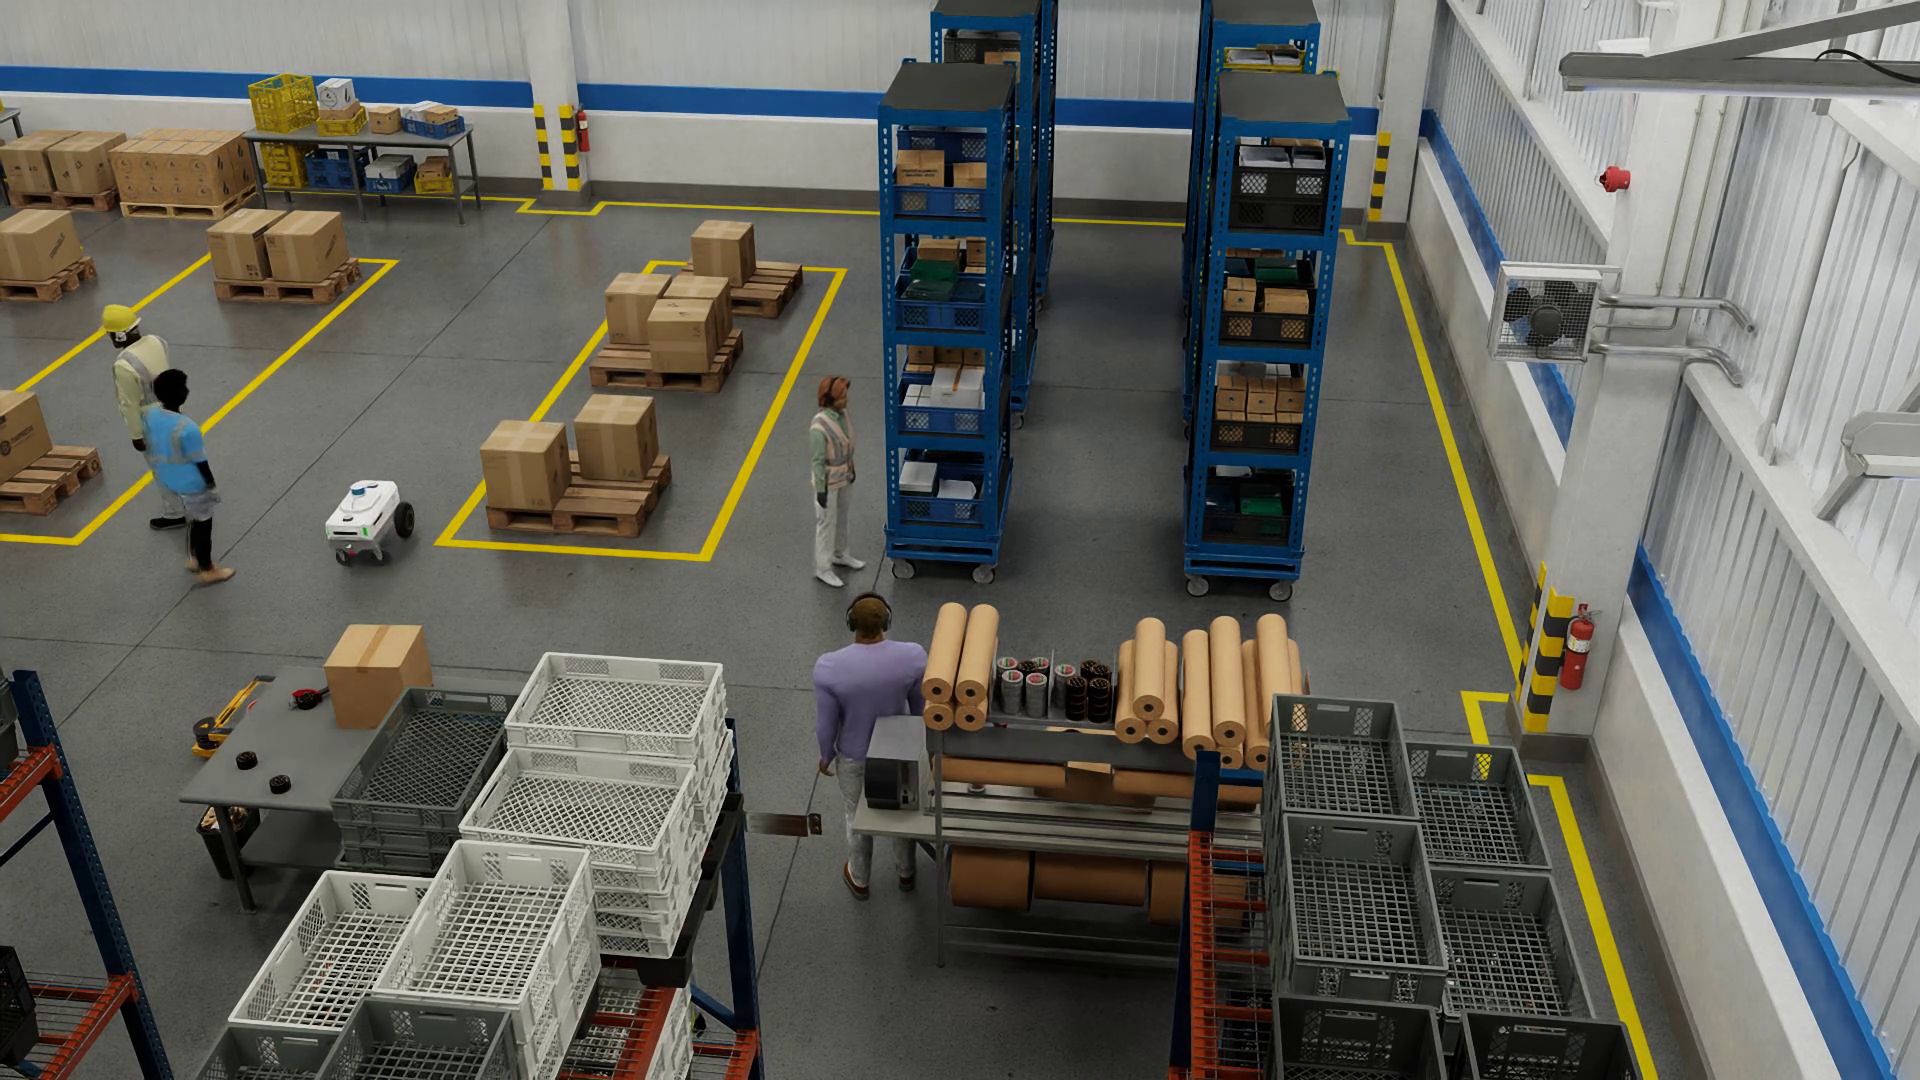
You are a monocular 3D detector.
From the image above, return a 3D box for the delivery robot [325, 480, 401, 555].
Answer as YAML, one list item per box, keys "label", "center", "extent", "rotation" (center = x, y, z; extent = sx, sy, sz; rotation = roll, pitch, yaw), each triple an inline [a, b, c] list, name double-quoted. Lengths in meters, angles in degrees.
- label: "delivery robot"
  center: [-4.528, -0.198, 12.616]
  extent: [0.477, 0.478, 0.707]
  rotation: [2, 30, 3]

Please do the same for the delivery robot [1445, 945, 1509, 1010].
- label: "delivery robot"
  center: [2.553, 2.160, 8.566]
  extent: [0.477, 0.478, 0.707]
  rotation: [-7, 31, -12]

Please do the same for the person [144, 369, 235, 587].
- label: "person"
  center: [-5.551, -0.436, 11.990]
  extent: [0.564, 1.679, 0.354]
  rotation: [19, 35, 29]

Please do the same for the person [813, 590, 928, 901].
- label: "person"
  center: [-0.469, 1.126, 9.066]
  extent: [0.635, 1.937, 0.353]
  rotation: [-7, 31, -12]

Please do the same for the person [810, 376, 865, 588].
- label: "person"
  center: [-0.913, -0.438, 12.057]
  extent: [0.312, 1.634, 0.520]
  rotation: [12, 32, 19]

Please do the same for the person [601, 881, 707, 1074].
- label: "person"
  center: [-1.365, 2.204, 7.310]
  extent: [0.430, 1.845, 0.619]
  rotation: [23, 37, 33]

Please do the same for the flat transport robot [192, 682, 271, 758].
- label: "flat transport robot"
  center: [-4.089, 1.163, 10.648]
  extent: [1.431, 0.197, 0.652]
  rotation: [3, 30, 6]

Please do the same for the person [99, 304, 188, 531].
- label: "person"
  center: [-6.210, -0.951, 12.751]
  extent: [0.403, 1.825, 0.594]
  rotation: [3, 30, 6]
